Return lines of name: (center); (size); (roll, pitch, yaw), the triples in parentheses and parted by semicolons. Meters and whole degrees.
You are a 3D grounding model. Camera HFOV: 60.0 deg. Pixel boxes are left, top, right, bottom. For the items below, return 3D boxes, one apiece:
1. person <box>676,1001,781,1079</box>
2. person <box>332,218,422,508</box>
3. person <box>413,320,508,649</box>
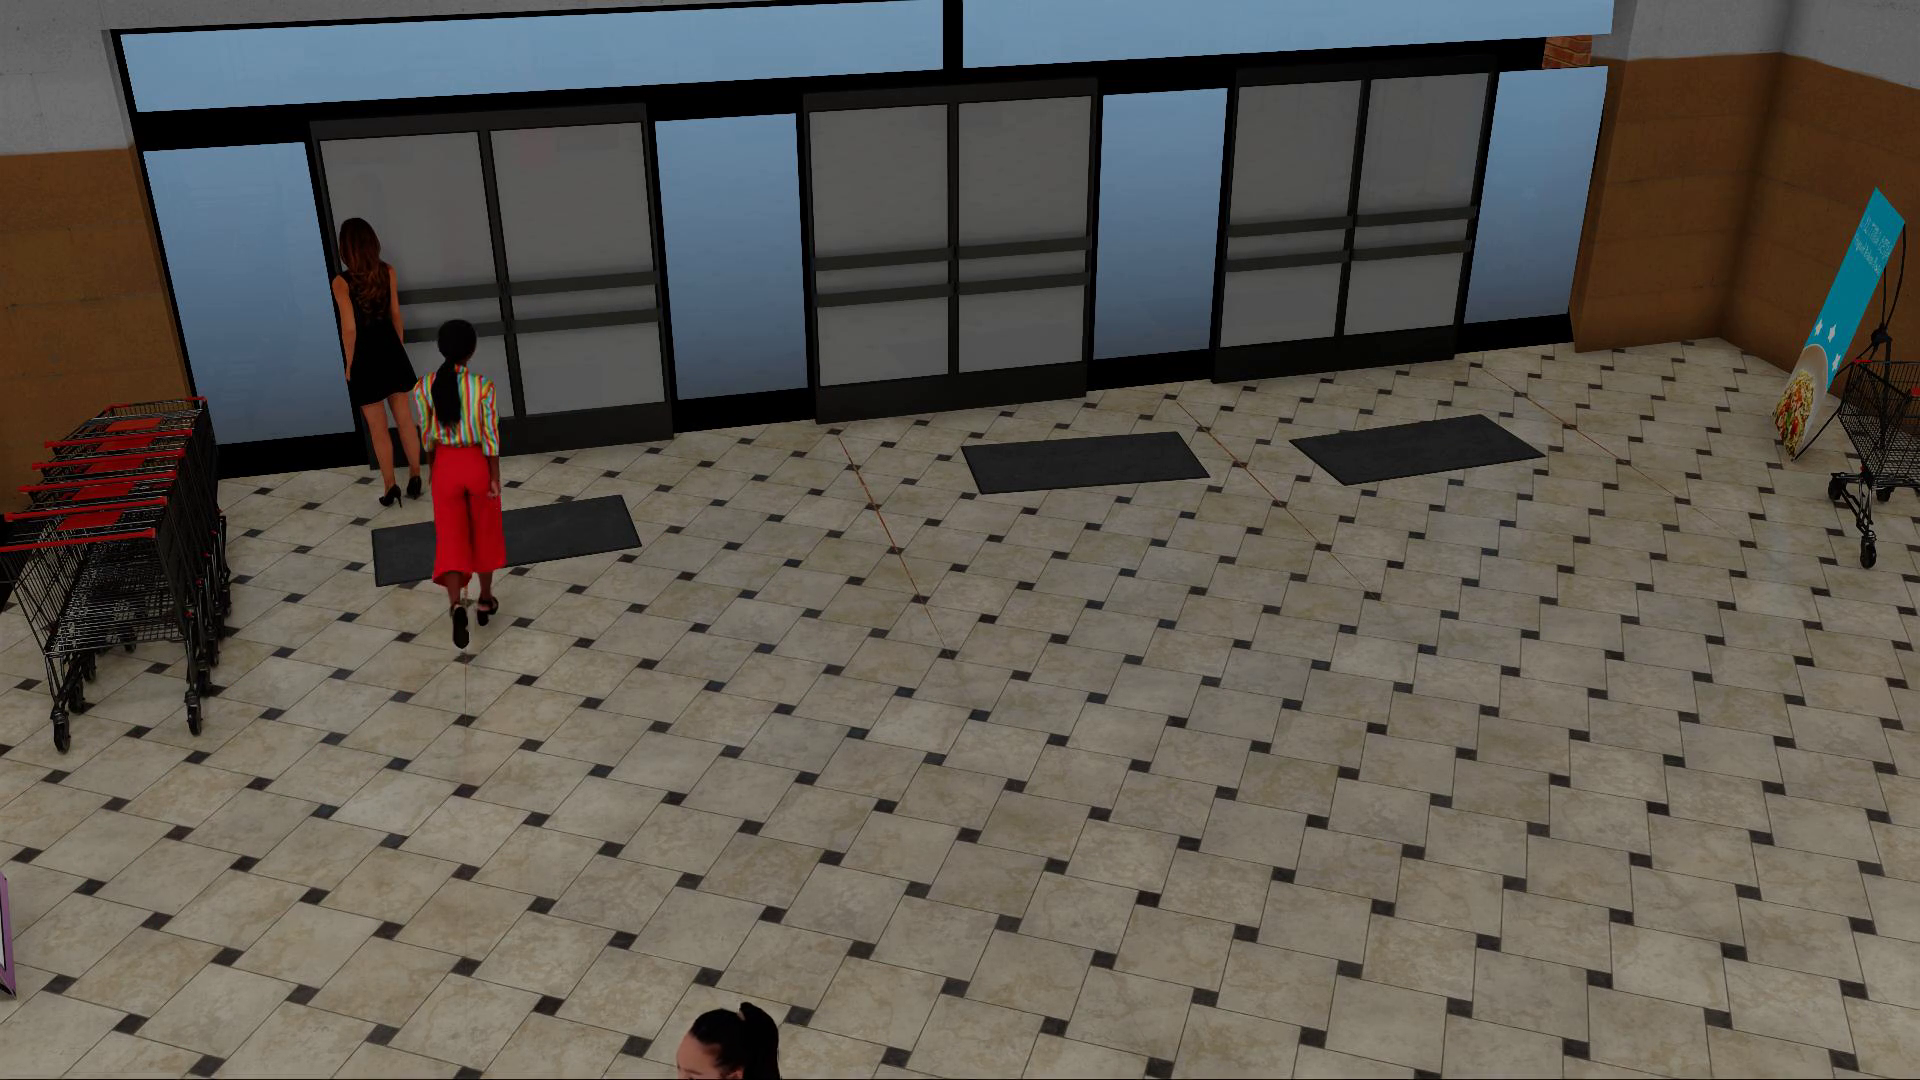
person: (-0.585, 1.910, 4.431); (0.705, 1.727, 0.796); (24, 35, 39)
person: (-3.566, -1.074, 10.196); (0.691, 1.835, 0.662); (21, 34, 36)
person: (-2.578, -0.239, 8.630); (0.668, 1.763, 1.042); (-3, 27, -6)
